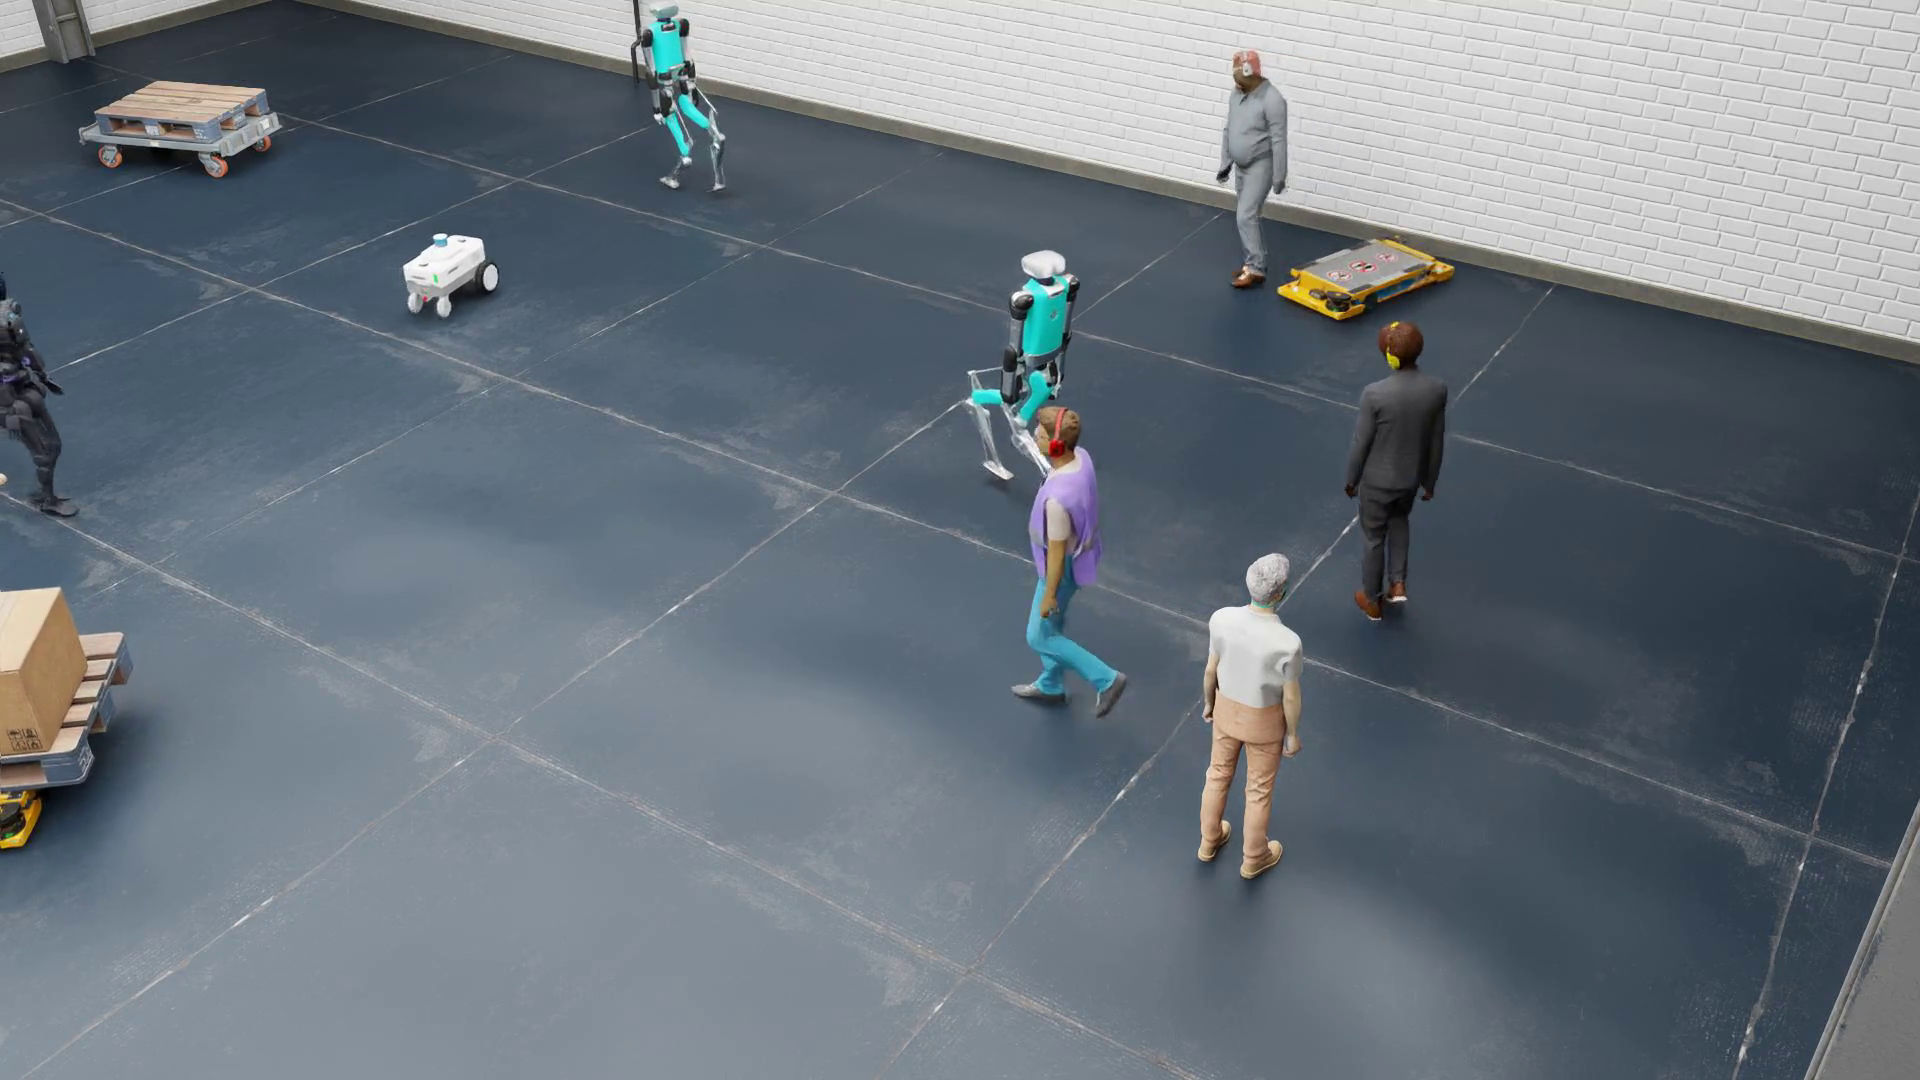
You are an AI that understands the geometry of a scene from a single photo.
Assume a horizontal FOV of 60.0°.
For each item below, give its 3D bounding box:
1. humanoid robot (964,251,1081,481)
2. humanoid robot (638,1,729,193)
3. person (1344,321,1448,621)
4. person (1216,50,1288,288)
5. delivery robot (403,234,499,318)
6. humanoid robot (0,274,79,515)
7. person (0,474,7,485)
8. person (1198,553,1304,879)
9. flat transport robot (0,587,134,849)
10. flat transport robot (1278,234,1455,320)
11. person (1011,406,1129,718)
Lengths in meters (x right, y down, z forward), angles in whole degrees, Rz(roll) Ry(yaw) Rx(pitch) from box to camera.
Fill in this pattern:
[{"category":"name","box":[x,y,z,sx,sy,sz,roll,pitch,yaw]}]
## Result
[{"category":"humanoid robot","box":[0.369,-1.048,10.534,0.545,1.731,1.018,-26,41,-35]},{"category":"humanoid robot","box":[-2.416,-3.910,15.027,1.006,1.770,0.530,25,40,34]},{"category":"person","box":[2.417,-0.377,9.375,0.512,1.854,0.440,-5,33,-7]},{"category":"person","box":[2.341,-2.989,13.448,0.541,1.859,0.736,-11,34,-17]},{"category":"delivery robot","box":[-4.116,-2.166,13.369,0.499,0.602,0.795,11,34,17]},{"category":"humanoid robot","box":[-5.873,-0.926,10.385,0.337,1.658,0.602,-1,33,-1]},{"category":"person","box":[-6.501,-1.084,10.477,0.383,1.864,0.464,3,33,5]},{"category":"person","box":[1.338,0.808,7.630,0.491,1.746,0.313,21,38,29]},{"category":"flat transport robot","box":[-4.979,1.077,8.580,0.659,0.231,1.431,-5,33,-8]},{"category":"flat transport robot","box":[3.337,-2.159,13.616,1.431,0.231,0.659,-23,39,-31]},{"category":"person","box":[0.579,0.148,8.575,0.564,1.833,0.567,7,33,11]}]
